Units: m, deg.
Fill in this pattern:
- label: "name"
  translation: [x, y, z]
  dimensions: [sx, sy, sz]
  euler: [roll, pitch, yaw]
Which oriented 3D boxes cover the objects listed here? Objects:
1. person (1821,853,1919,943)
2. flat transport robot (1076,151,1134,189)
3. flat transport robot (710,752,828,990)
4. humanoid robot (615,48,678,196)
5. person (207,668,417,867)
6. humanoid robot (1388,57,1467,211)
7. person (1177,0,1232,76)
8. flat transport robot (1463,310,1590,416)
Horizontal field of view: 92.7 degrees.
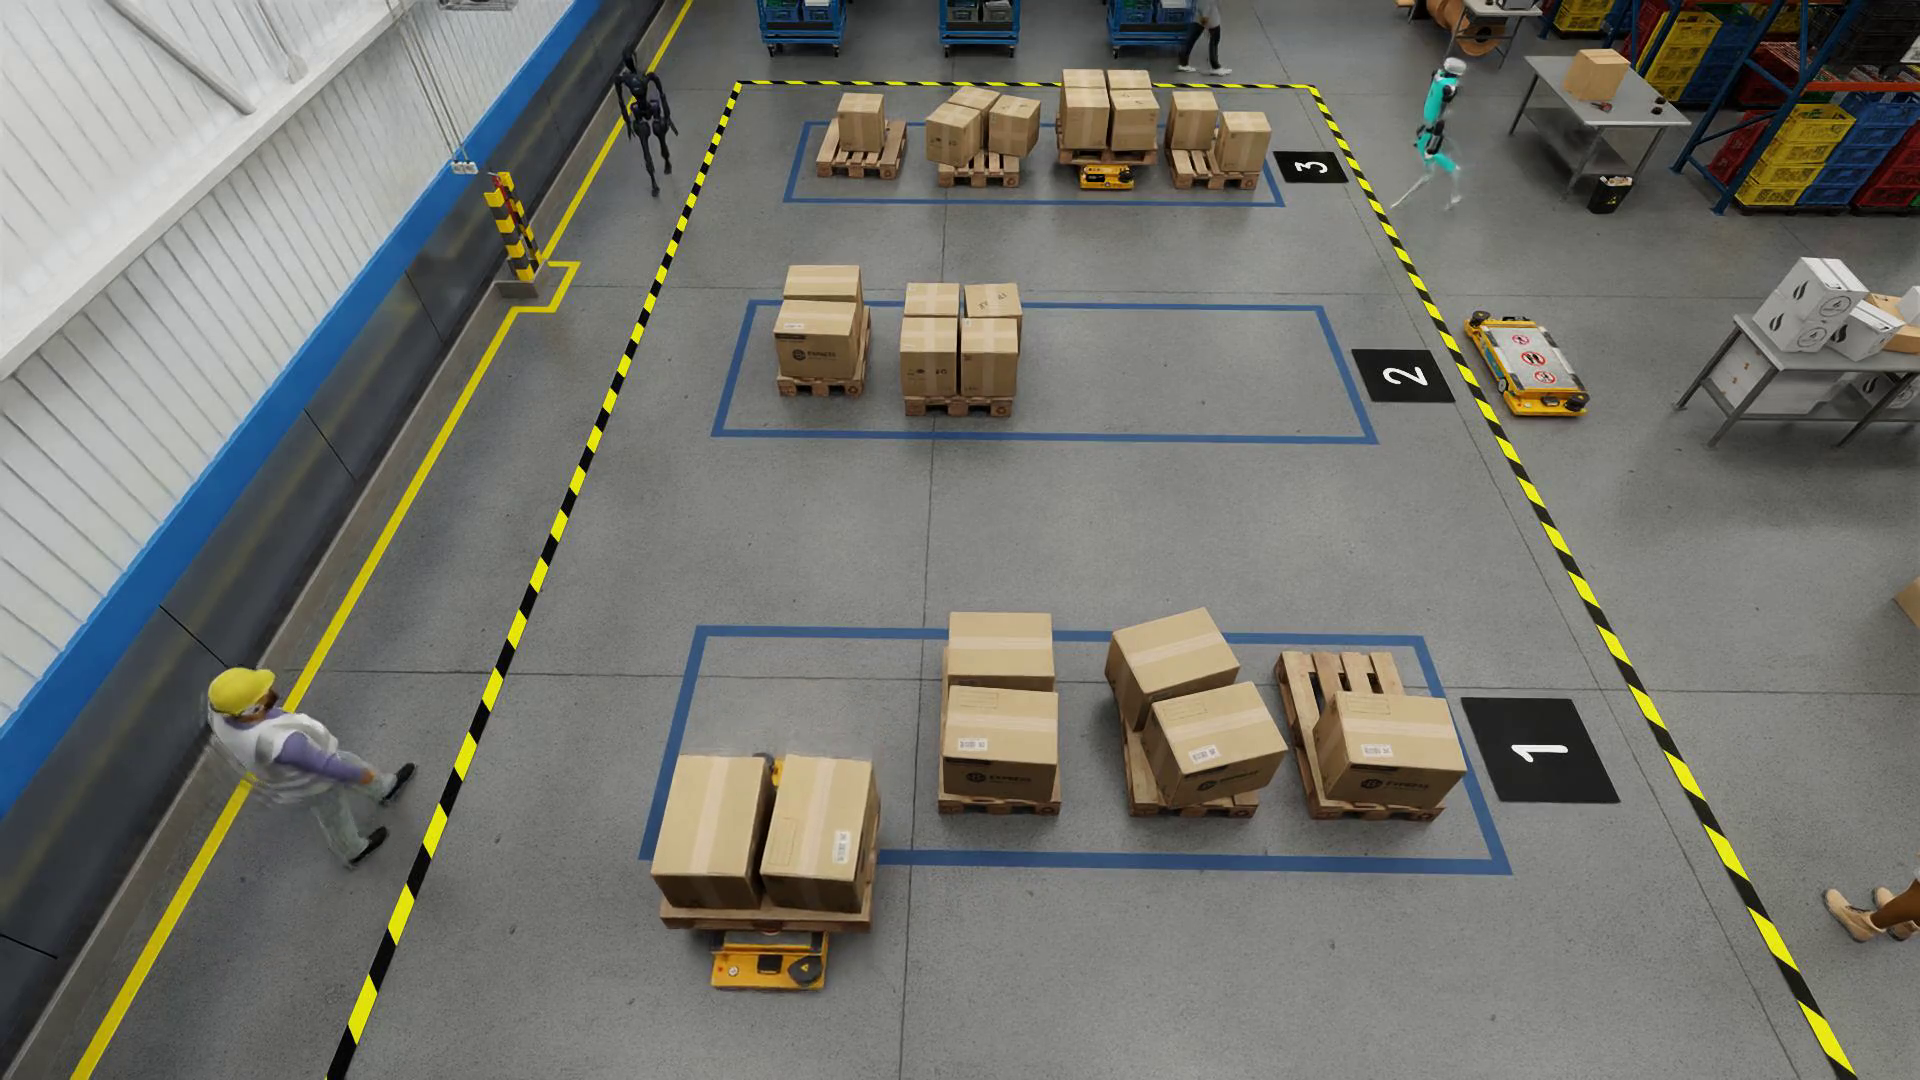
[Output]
- label: "person"
  translation: [5.580, 1.674, 4.919]
  dimensions: [0.604, 2.033, 0.388]
  euler: [1, 49, 1]
- label: "flat transport robot"
  translation: [1.845, -4.982, 11.827]
  dimensions: [0.652, 0.197, 1.431]
  euler: [1, 49, 1]
- label: "flat transport robot"
  translation: [-1.114, 2.028, 5.759]
  dimensions: [0.652, 0.197, 1.431]
  euler: [1, 49, 1]
- label: "humanoid robot"
  translation: [-3.730, -5.057, 11.020]
  dimensions: [0.601, 1.627, 0.826]
  euler: [-8, 50, -7]
- label: "person"
  translation: [-3.769, 1.261, 5.426]
  dimensions: [0.622, 1.798, 0.800]
  euler: [21, 52, 18]
- label: "humanoid robot"
  translation: [5.683, -4.614, 10.566]
  dimensions: [0.935, 1.769, 0.541]
  euler: [2, 49, 1]
- label: "person"
  translation: [3.663, -7.607, 13.088]
  dimensions: [0.875, 1.817, 0.613]
  euler: [5, 49, 4]
- label: "flat transport robot"
  translation: [5.573, -1.757, 9.054]
  dimensions: [0.659, 0.231, 1.431]
  euler: [1, 49, 1]
